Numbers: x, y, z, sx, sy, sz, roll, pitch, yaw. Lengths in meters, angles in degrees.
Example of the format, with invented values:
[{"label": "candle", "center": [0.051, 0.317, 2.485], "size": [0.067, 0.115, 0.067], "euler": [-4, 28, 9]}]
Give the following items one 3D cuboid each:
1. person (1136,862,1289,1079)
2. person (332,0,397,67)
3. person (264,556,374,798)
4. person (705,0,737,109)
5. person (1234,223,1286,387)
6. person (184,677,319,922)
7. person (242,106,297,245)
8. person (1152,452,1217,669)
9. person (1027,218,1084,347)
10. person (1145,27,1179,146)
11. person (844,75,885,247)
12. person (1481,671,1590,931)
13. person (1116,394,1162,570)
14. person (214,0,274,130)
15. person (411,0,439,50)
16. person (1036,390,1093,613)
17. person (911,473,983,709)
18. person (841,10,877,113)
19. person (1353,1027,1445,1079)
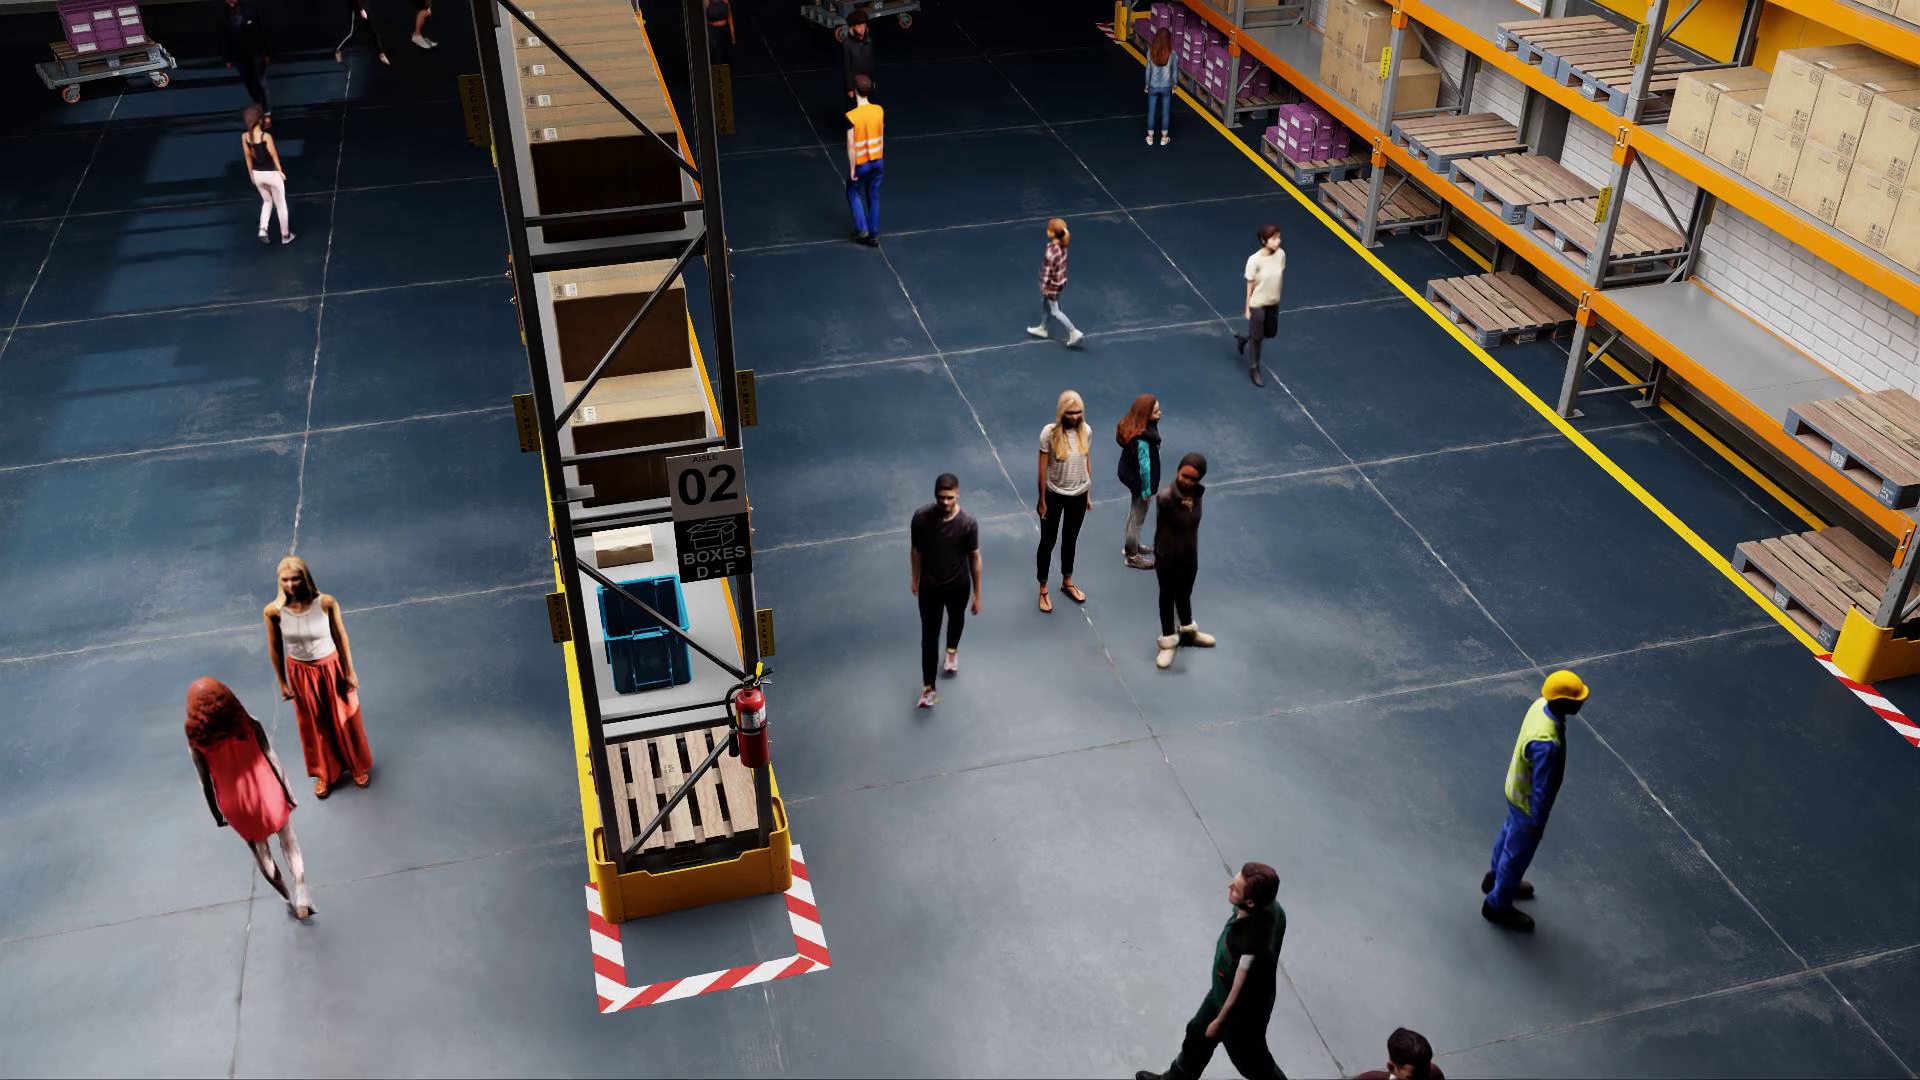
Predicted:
[{"label": "person", "center": [1.502, 2.381, 8.443], "size": [1.025, 1.803, 1.168], "euler": [6, 34, 9]}, {"label": "person", "center": [-8.524, -7.421, 23.308], "size": [0.853, 1.673, 1.097], "euler": [0, 34, 0]}, {"label": "person", "center": [-4.143, 0.859, 10.735], "size": [0.630, 1.802, 0.588], "euler": [-10, 35, -15]}, {"label": "person", "center": [-3.288, -6.719, 22.150], "size": [0.971, 1.785, 1.246], "euler": [-24, 41, -32]}, {"label": "person", "center": [2.796, -2.239, 15.601], "size": [0.708, 1.575, 0.875], "euler": [-17, 37, -24]}, {"label": "person", "center": [-4.072, 1.599, 9.617], "size": [0.735, 1.806, 0.817], "euler": [-16, 37, -23]}, {"label": "person", "center": [-7.600, -3.940, 18.183], "size": [0.672, 1.549, 0.819], "euler": [3, 34, 5]}, {"label": "person", "center": [1.539, 0.132, 11.969], "size": [0.786, 1.646, 0.835], "euler": [-11, 35, -16]}, {"label": "person", "center": [0.971, -2.509, 16.264], "size": [0.920, 1.289, 0.865], "euler": [17, 37, 24]}, {"label": "person", "center": [2.518, -5.697, 20.892], "size": [0.631, 1.477, 0.631], "euler": [5, 34, 8]}, {"label": "person", "center": [-0.981, -4.095, 18.124], "size": [0.749, 1.872, 0.759], "euler": [-18, 38, -25]}, {"label": "person", "center": [3.360, 1.487, 9.779], "size": [0.811, 1.814, 0.697], "euler": [10, 35, 14]}, {"label": "person", "center": [1.413, -0.478, 13.018], "size": [0.700, 1.501, 0.605], "euler": [1, 34, 2]}, {"label": "person", "center": [-9.180, -6.260, 21.476], "size": [0.757, 1.767, 1.041], "euler": [-5, 34, -8]}, {"label": "person", "center": [-7.971, -8.064, 24.117], "size": [0.833, 1.849, 0.735], "euler": [5, 34, 8]}, {"label": "person", "center": [0.769, -0.321, 12.490], "size": [0.627, 1.824, 0.576], "euler": [-14, 36, -20]}, {"label": "person", "center": [-0.088, 0.258, 11.711], "size": [0.920, 1.722, 1.183], "euler": [3, 34, 5]}, {"label": "person", "center": [-1.260, -5.688, 20.611], "size": [0.705, 1.772, 0.705], "euler": [-23, 40, -30]}, {"label": "person", "center": [1.930, 2.896, 7.612], "size": [0.704, 1.866, 0.627], "euler": [-12, 36, -18]}]
